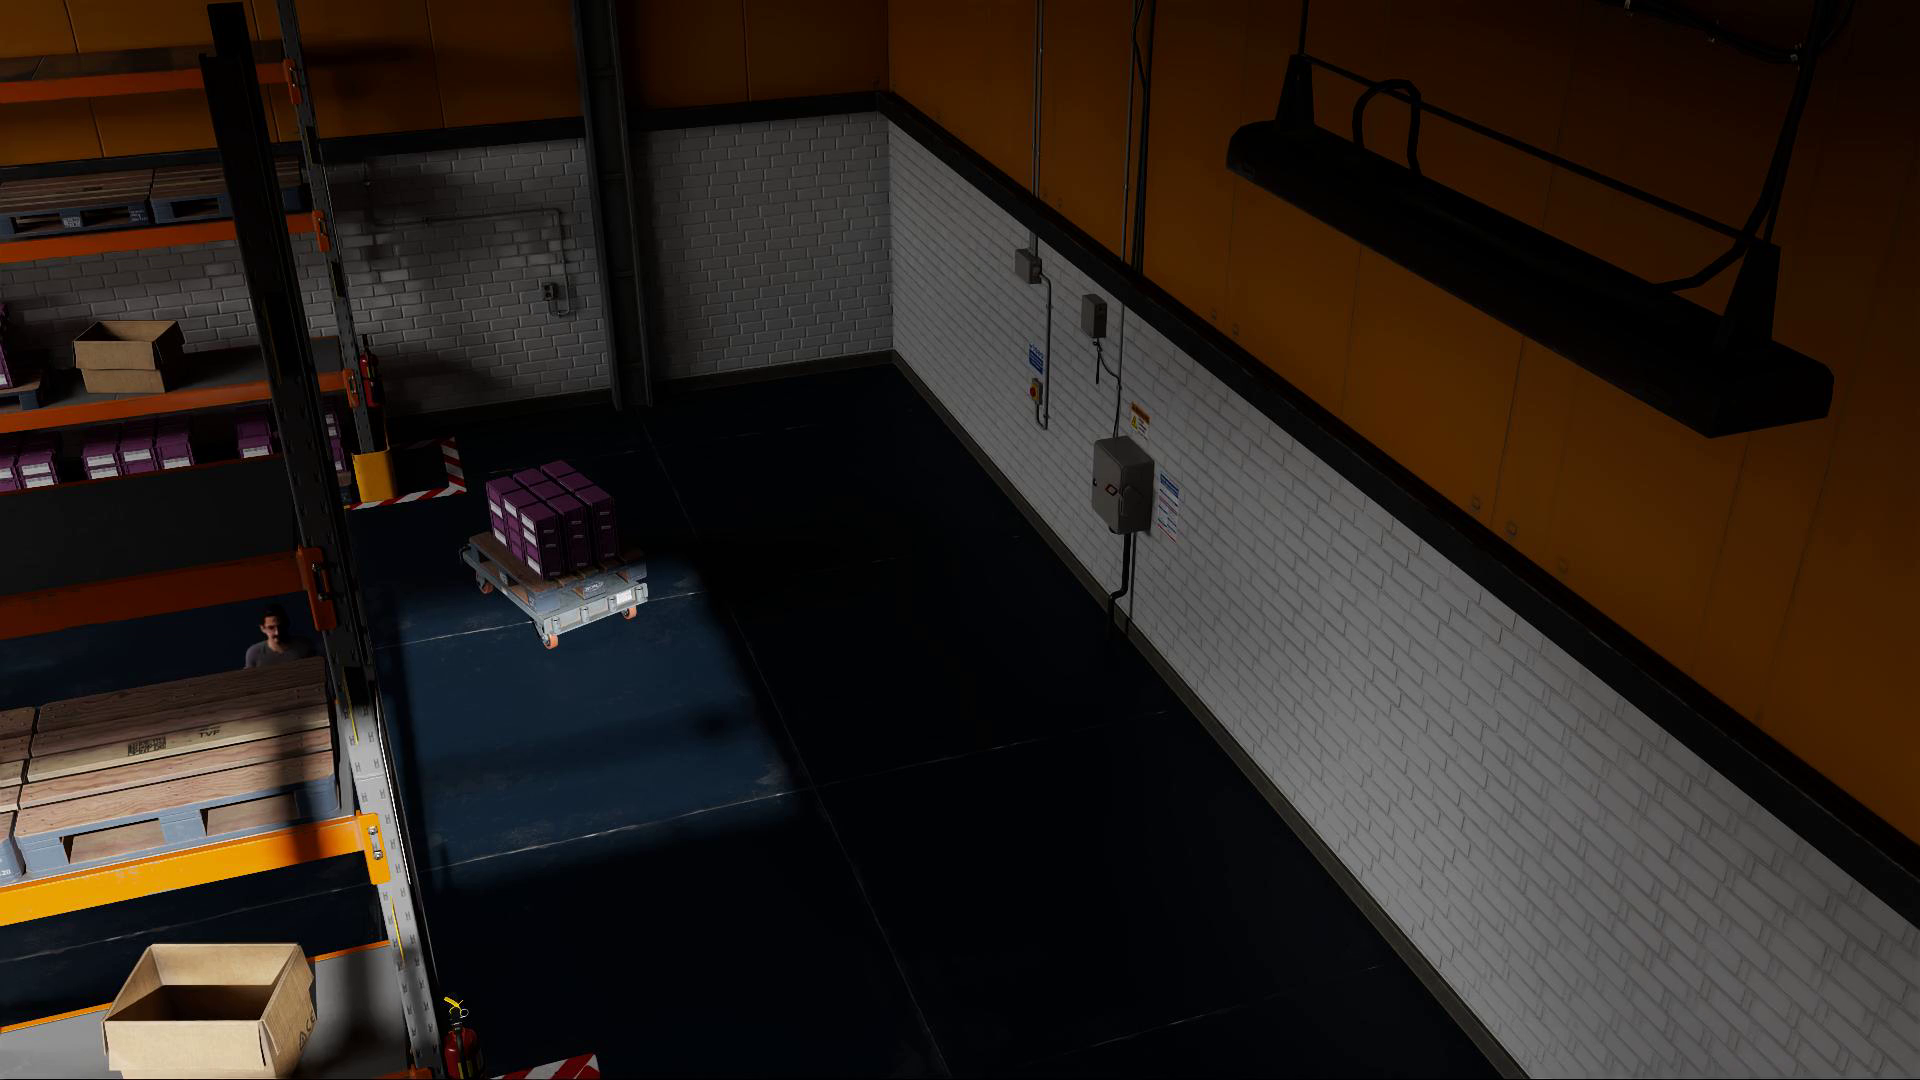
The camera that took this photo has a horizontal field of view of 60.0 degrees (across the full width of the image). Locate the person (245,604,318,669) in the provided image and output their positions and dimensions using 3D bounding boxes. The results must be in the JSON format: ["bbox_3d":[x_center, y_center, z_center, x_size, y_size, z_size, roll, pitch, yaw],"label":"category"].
[{"bbox_3d":[-4.514,1.165,11.200,1.079,1.722,0.659,-10,30,-18],"label":"person"}]
